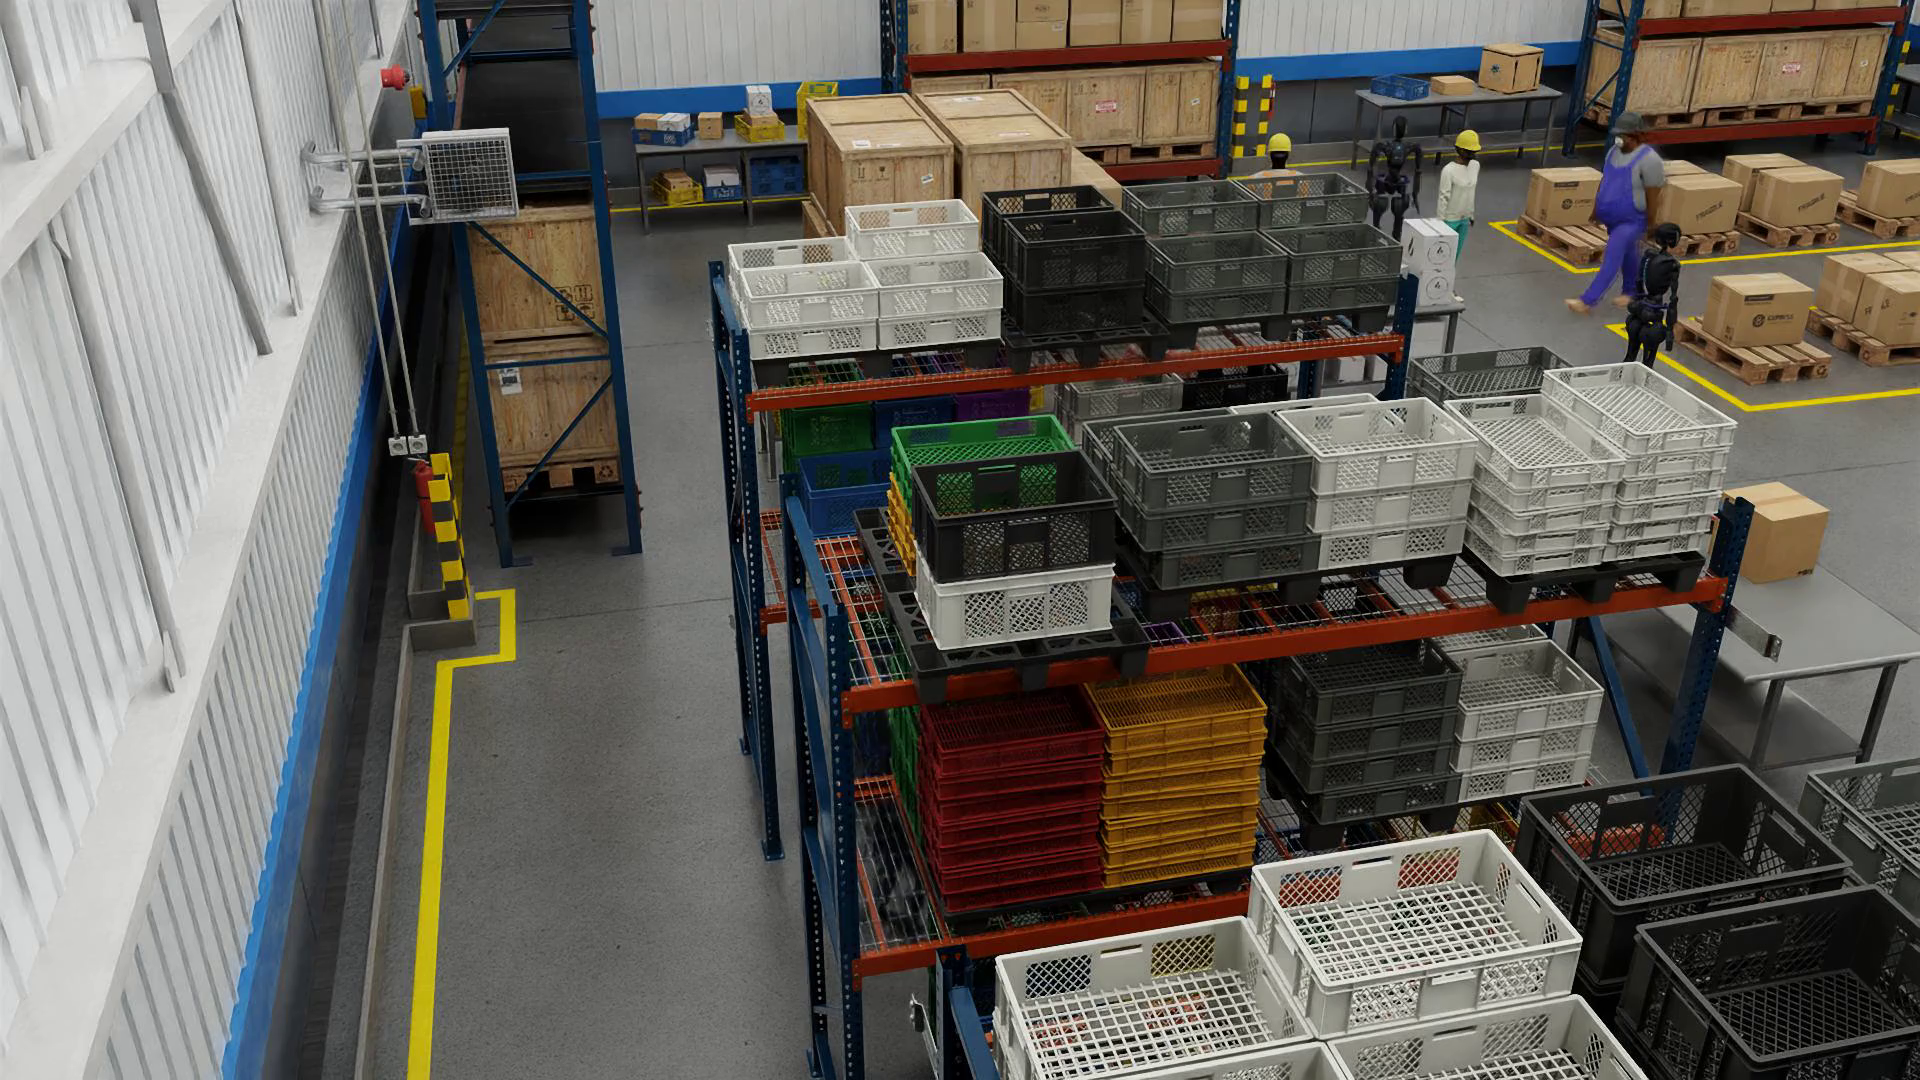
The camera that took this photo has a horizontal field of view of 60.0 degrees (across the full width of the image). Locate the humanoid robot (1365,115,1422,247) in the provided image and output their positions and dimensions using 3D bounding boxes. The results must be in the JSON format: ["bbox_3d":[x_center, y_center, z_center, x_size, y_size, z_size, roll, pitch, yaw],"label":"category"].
[{"bbox_3d":[4.506,-3.599,17.358,0.594,1.654,0.325,2,28,4],"label":"humanoid robot"}]

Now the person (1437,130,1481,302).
[{"bbox_3d":[4.920,-3.183,16.477,0.532,1.767,0.320,-18,33,-31],"label":"person"}]

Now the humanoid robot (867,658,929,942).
[{"bbox_3d":[-0.248,1.271,8.139,0.551,1.642,0.588,4,28,8],"label":"humanoid robot"}]

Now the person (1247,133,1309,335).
[{"bbox_3d":[2.962,-2.877,15.737,0.584,1.918,0.373,1,28,1],"label":"person"}]

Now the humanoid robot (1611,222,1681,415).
[{"bbox_3d":[5.853,-1.876,14.078,0.326,1.660,0.587,-6,28,-12],"label":"humanoid robot"}]

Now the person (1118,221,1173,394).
[{"bbox_3d":[1.561,-1.573,13.261,0.984,1.930,0.676,23,36,37],"label":"person"}]

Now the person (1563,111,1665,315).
[{"bbox_3d":[6.430,-3.217,16.253,1.017,2.000,0.691,-7,29,-12],"label":"person"}]

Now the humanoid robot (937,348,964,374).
[{"bbox_3d":[-0.072,-0.737,11.918,0.327,1.657,0.589,5,28,10],"label":"humanoid robot"}]
